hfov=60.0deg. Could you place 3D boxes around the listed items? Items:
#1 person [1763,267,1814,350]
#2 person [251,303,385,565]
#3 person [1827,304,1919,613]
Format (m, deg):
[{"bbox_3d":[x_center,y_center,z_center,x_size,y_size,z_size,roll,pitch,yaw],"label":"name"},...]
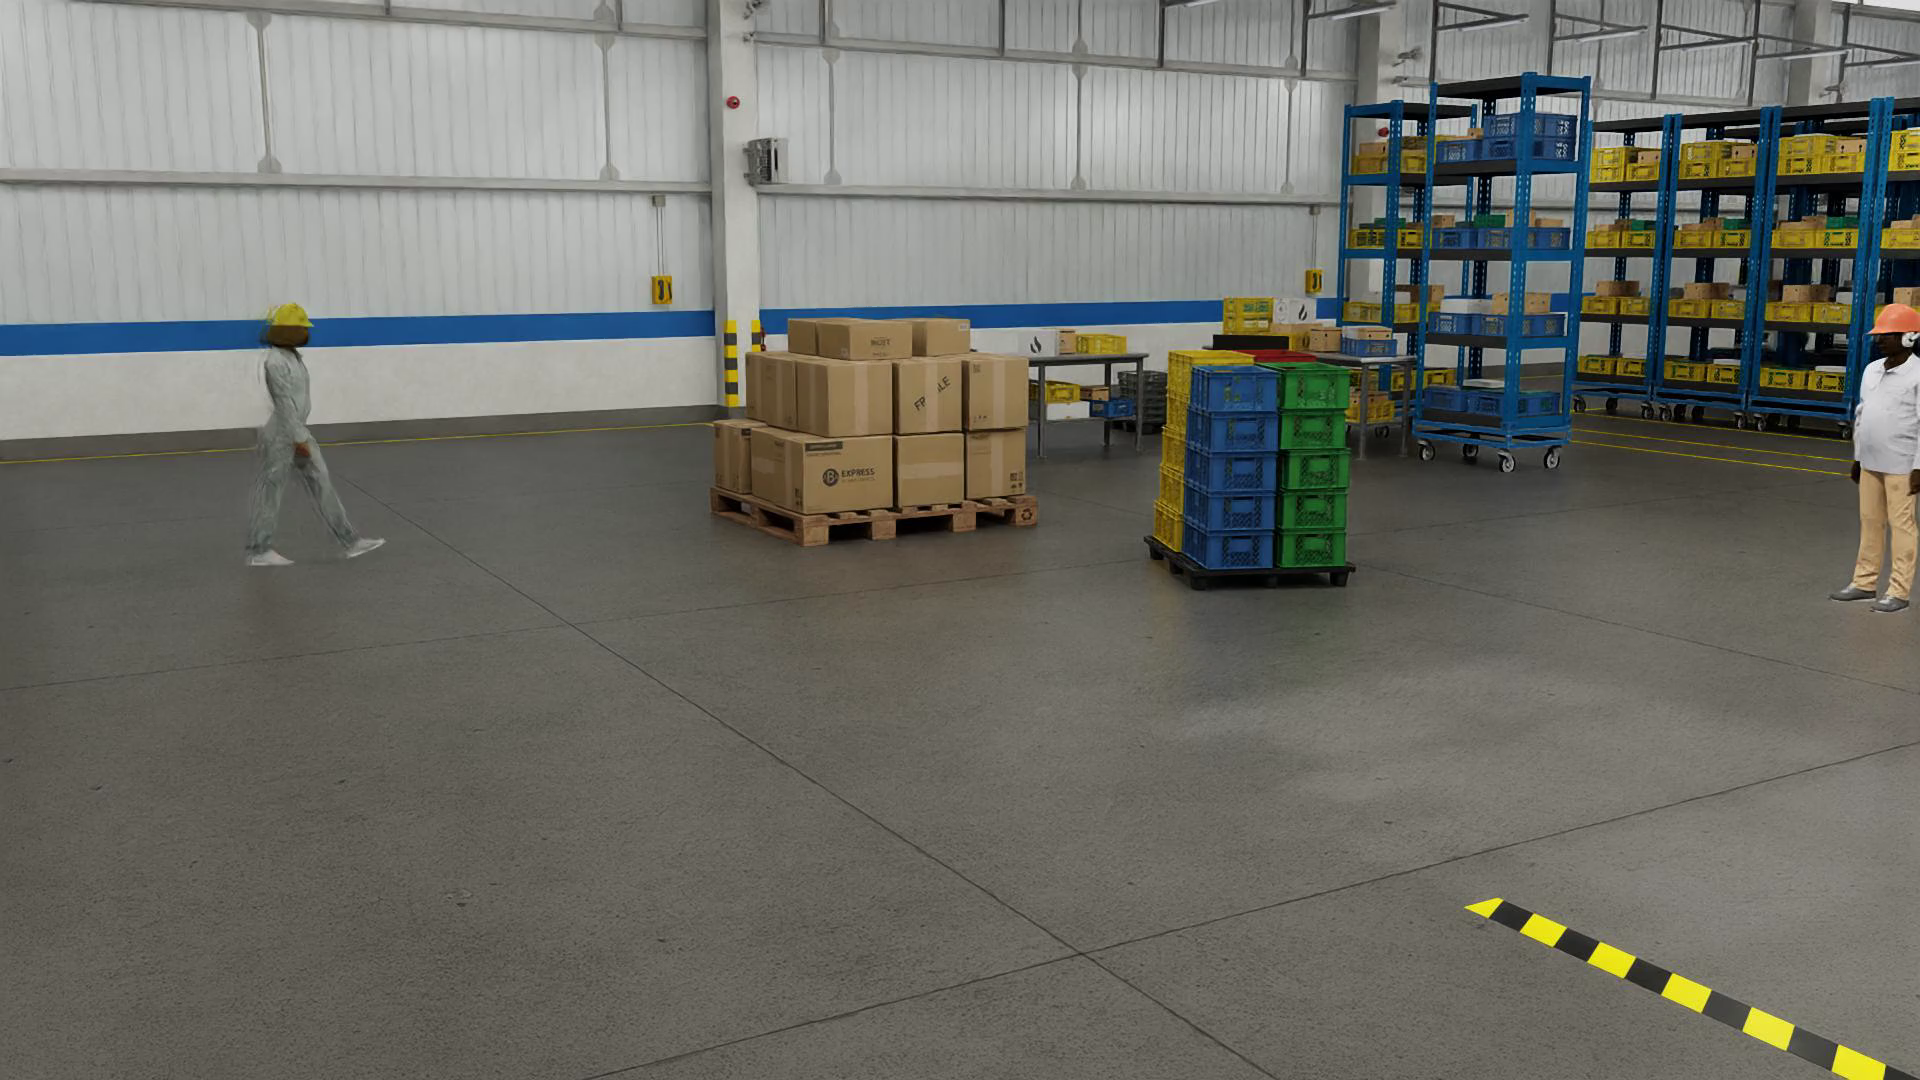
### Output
[{"bbox_3d":[11.574,-2.904,23.204,0.632,1.786,0.412,1,10,5],"label":"person"},{"bbox_3d":[-4.243,-0.669,10.804,0.864,1.707,0.488,0,10,1],"label":"person"},{"bbox_3d":[5.290,-0.464,9.487,0.339,1.752,0.564,-2,10,-11],"label":"person"}]
